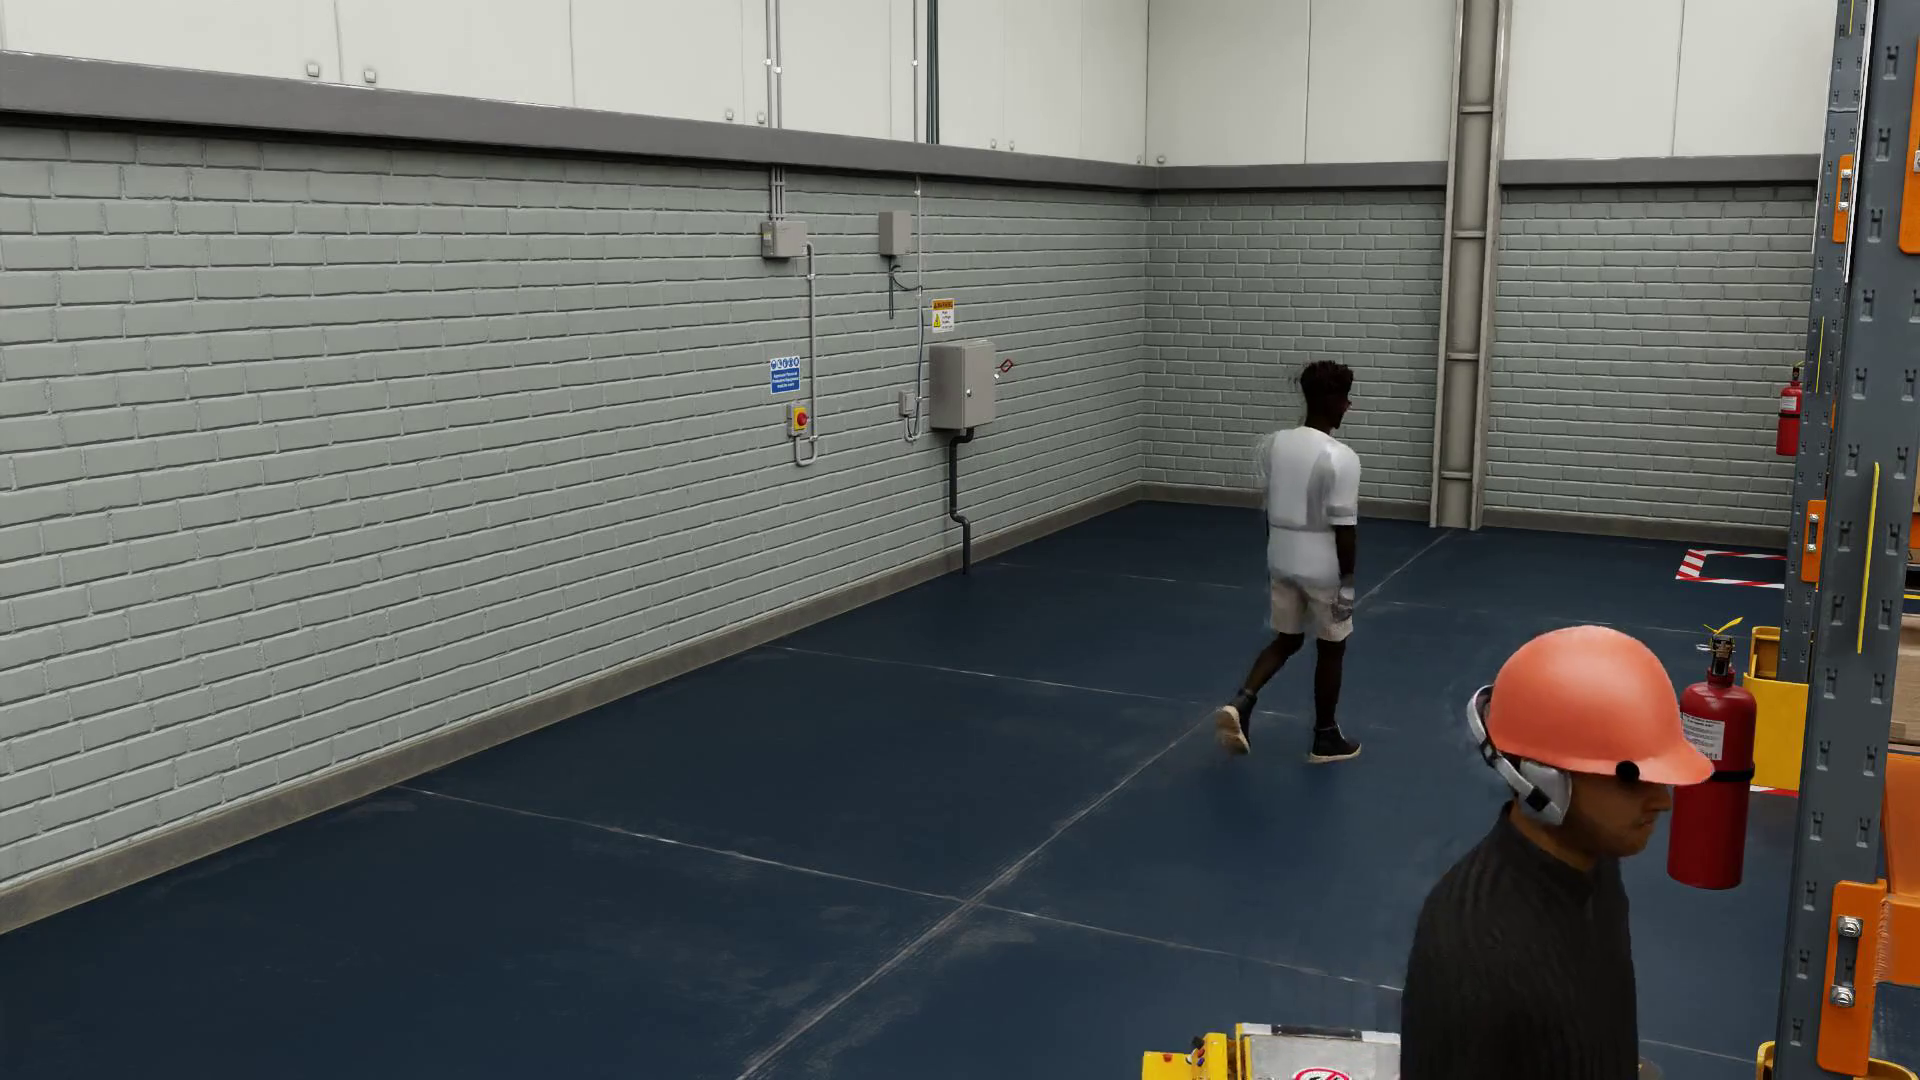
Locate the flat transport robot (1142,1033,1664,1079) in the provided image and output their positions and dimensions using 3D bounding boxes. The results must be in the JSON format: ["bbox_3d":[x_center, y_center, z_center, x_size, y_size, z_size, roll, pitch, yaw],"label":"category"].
[{"bbox_3d":[1.204,1.572,4.499,1.431,0.197,0.652,2,11,8],"label":"flat transport robot"}]

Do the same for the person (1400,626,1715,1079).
[{"bbox_3d":[0.781,1.070,2.575,0.628,1.976,0.641,7,13,35],"label":"person"}]

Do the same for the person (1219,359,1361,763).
[{"bbox_3d":[1.607,0.123,7.815,0.702,1.949,0.628,-7,12,-33],"label":"person"}]
